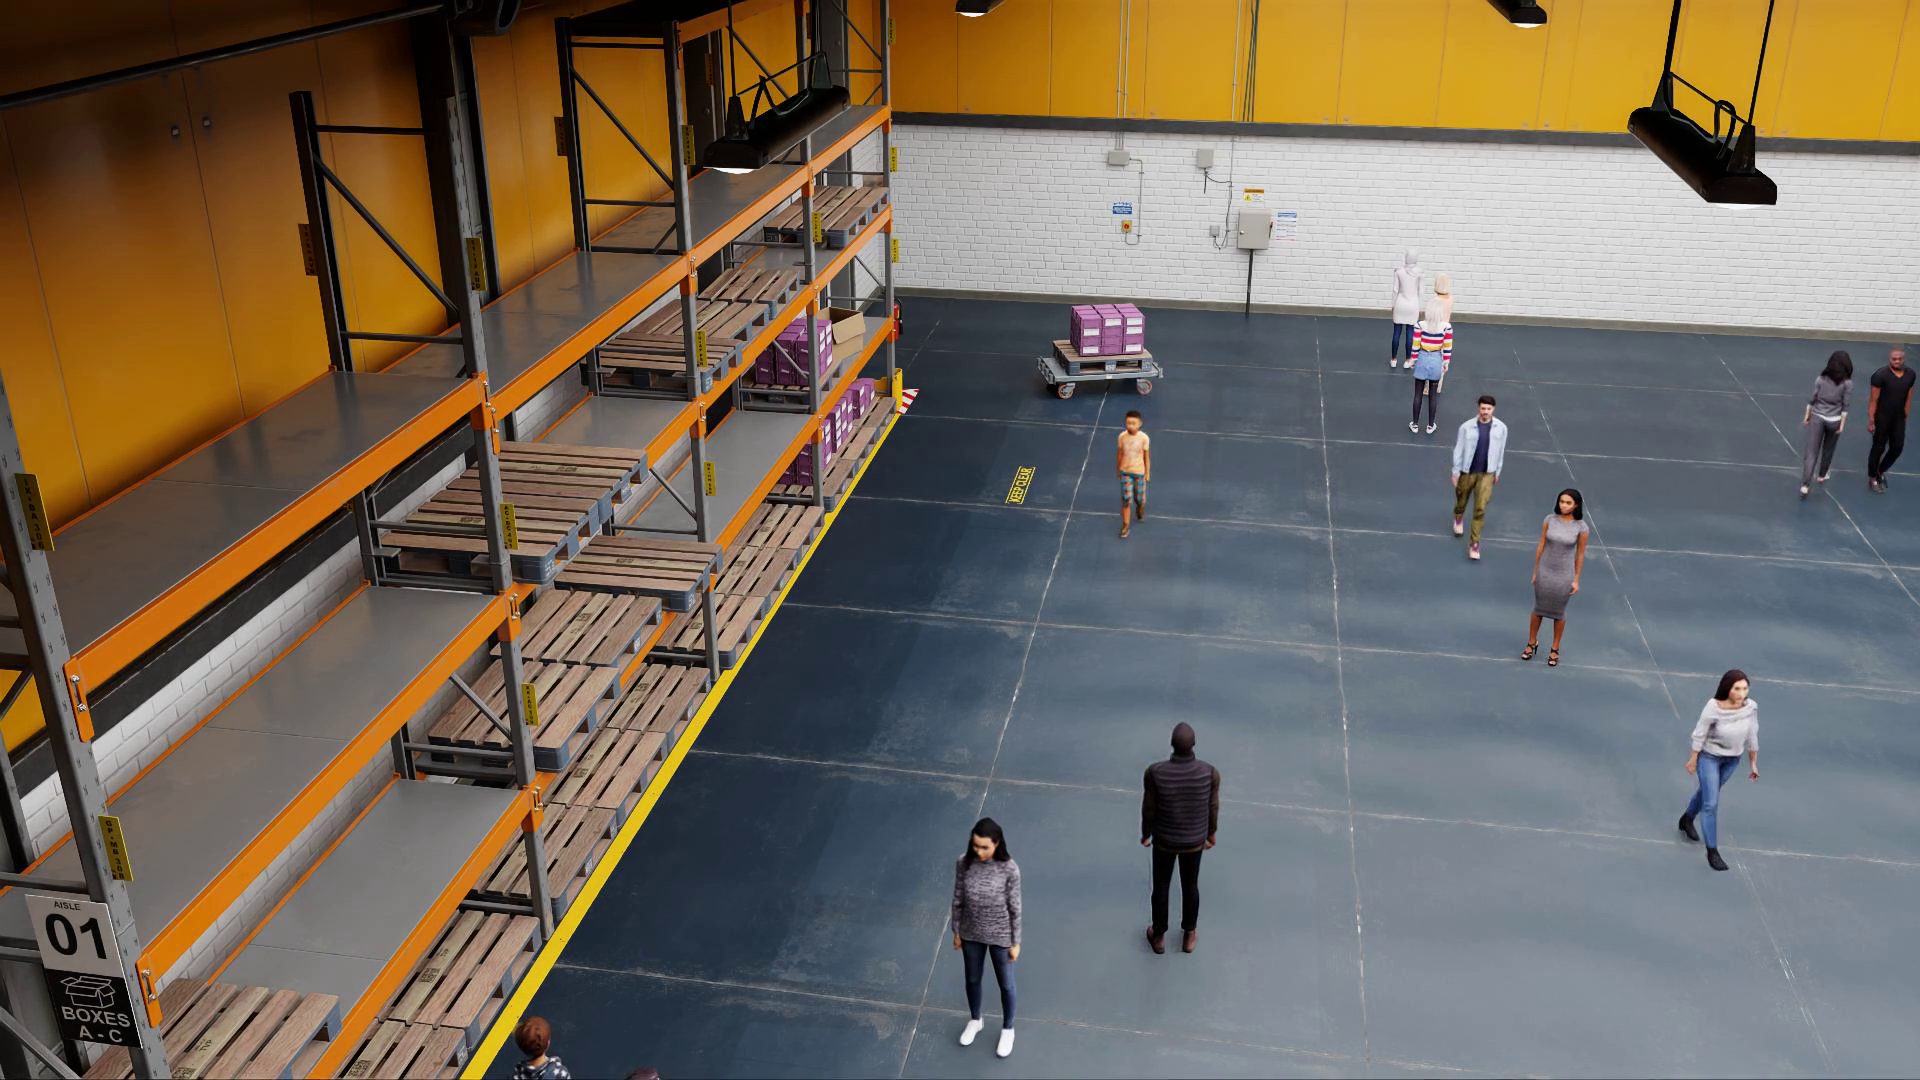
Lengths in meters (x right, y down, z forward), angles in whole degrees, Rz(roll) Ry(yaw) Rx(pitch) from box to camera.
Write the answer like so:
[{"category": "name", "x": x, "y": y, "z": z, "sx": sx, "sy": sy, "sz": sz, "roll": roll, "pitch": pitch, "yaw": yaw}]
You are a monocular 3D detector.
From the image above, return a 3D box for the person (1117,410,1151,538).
[{"category": "person", "x": 1.961, "y": -0.776, "z": 18.741, "sx": 0.567, "sy": 1.445, "sz": 0.834, "roll": 6, "pitch": 24, "yaw": 14}]

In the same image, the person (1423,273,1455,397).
[{"category": "person", "x": 6.649, "y": -2.869, "z": 23.181, "sx": 0.667, "sy": 1.726, "sz": 0.739, "roll": -18, "pitch": 29, "yaw": -35}]

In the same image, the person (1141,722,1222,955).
[{"category": "person", "x": 1.535, "y": 2.090, "z": 11.696, "sx": 0.731, "sy": 1.836, "sz": 0.634, "roll": 0, "pitch": 24, "yaw": 0}]

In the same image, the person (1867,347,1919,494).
[{"category": "person", "x": 11.024, "y": -1.459, "z": 19.863, "sx": 0.723, "sy": 1.799, "sz": 0.684, "roll": 0, "pitch": 24, "yaw": -1}]

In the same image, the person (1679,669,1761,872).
[{"category": "person", "x": 5.833, "y": 1.689, "z": 12.916, "sx": 0.850, "sy": 1.595, "sz": 1.079, "roll": -5, "pitch": 24, "yaw": -12}]

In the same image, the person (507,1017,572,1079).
[{"category": "person", "x": -2.344, "y": 3.305, "z": 9.406, "sx": 0.567, "sy": 1.445, "sz": 0.555, "roll": -3, "pitch": 24, "yaw": -8}]

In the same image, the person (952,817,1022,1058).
[{"category": "person", "x": 0.188, "y": 2.538, "z": 10.803, "sx": 0.646, "sy": 1.731, "sz": 0.578, "roll": 8, "pitch": 25, "yaw": 17}]

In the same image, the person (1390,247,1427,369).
[{"category": "person", "x": 6.532, "y": -3.398, "z": 24.329, "sx": 0.656, "sy": 1.775, "sz": 0.600, "roll": 10, "pitch": 25, "yaw": 21}]

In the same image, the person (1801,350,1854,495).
[{"category": "person", "x": 10.243, "y": -1.353, "z": 19.725, "sx": 0.869, "sy": 1.715, "sz": 1.163, "roll": 14, "pitch": 27, "yaw": 29}]

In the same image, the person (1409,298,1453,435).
[{"category": "person", "x": 6.132, "y": -2.292, "z": 21.756, "sx": 0.669, "sy": 1.809, "sz": 0.529, "roll": 6, "pitch": 24, "yaw": 14}]

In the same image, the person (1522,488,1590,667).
[{"category": "person", "x": 5.653, "y": 0.342, "z": 15.764, "sx": 0.657, "sy": 1.781, "sz": 0.653, "roll": 16, "pitch": 28, "yaw": 32}]

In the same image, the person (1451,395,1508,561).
[{"category": "person", "x": 5.654, "y": -0.745, "z": 18.249, "sx": 0.678, "sy": 1.783, "sz": 1.113, "roll": 4, "pitch": 24, "yaw": 9}]
